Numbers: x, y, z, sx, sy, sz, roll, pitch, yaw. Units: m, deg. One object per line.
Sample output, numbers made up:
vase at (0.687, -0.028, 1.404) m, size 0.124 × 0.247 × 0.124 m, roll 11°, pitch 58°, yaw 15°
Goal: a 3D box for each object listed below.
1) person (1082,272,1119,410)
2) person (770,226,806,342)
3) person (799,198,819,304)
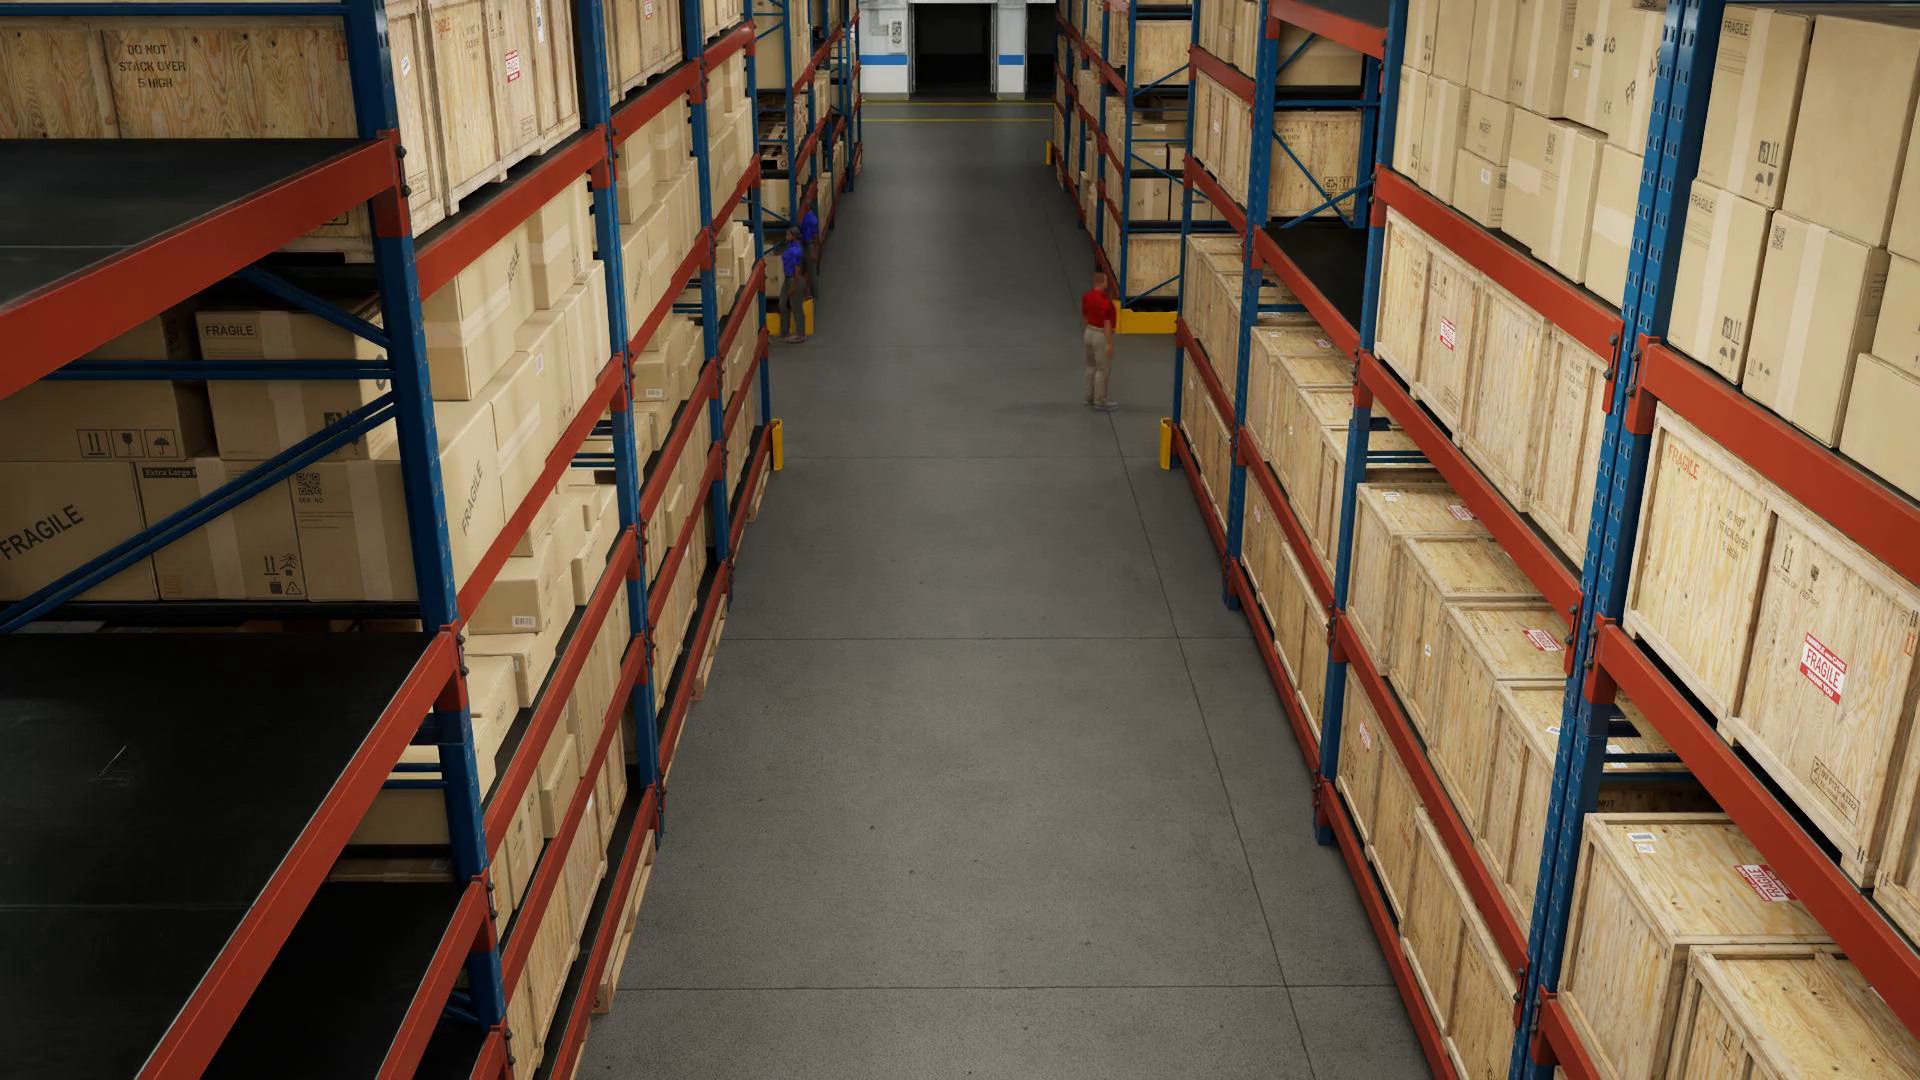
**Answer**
person at (1.772, -2.521, 20.951) m, size 0.383 × 1.731 × 0.522 m, roll -13°, pitch 25°, yaw -29°
person at (-2.484, -3.665, 23.950) m, size 0.503 × 1.676 × 0.458 m, roll -9°, pitch 23°, yaw -21°
person at (-2.429, -4.562, 26.232) m, size 0.336 × 1.660 × 0.452 m, roll -18°, pitch 28°, yaw -38°
